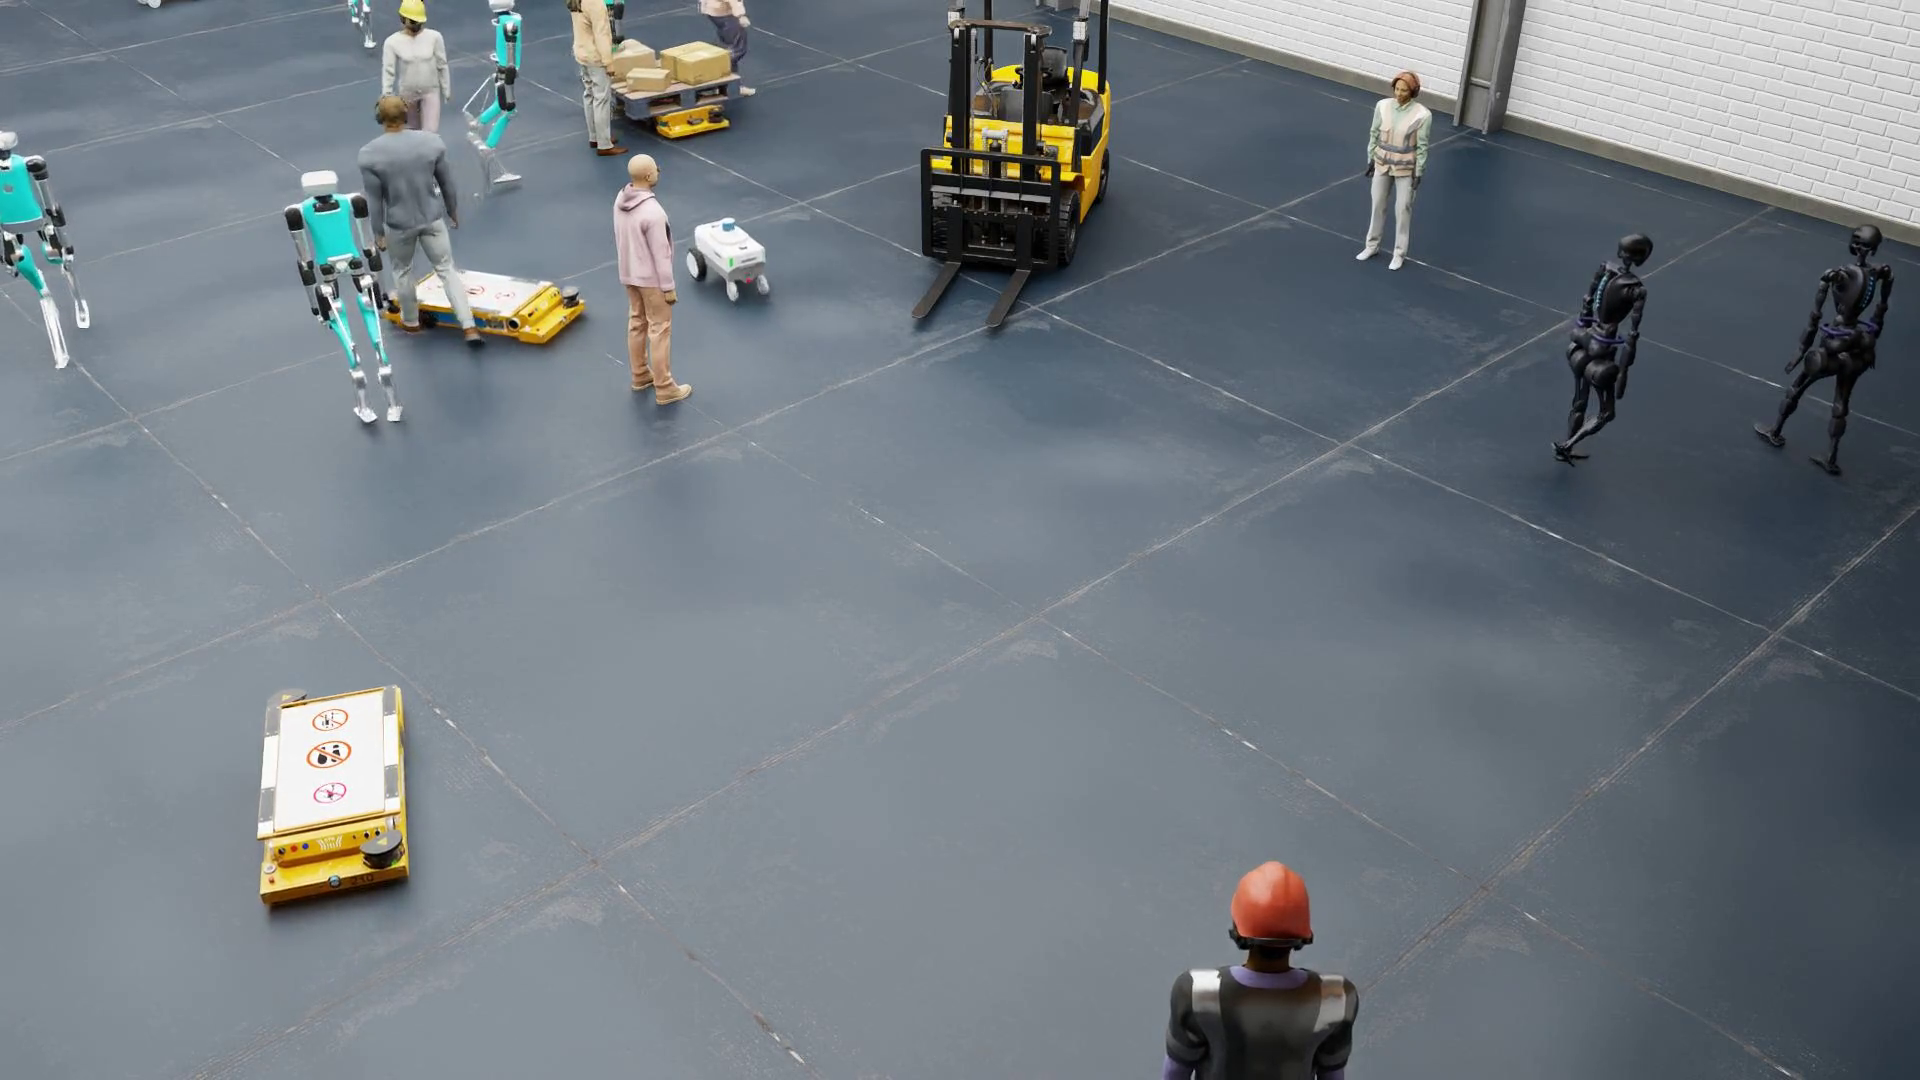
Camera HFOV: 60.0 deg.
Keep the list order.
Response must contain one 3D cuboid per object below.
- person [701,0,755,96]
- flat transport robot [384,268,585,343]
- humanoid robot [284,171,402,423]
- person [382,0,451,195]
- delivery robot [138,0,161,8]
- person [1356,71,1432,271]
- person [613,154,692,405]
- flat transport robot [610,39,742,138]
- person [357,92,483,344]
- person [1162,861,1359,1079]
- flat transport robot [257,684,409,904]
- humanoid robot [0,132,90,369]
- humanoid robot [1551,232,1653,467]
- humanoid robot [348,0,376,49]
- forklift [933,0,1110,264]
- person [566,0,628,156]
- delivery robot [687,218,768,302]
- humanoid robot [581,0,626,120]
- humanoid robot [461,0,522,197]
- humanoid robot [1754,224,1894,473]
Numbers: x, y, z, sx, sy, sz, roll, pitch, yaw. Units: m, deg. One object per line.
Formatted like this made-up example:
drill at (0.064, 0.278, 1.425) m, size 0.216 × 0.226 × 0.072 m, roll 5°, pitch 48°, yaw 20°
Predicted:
person at (-2.454, -5.452, 17.131) m, size 0.527 × 1.820 × 0.828 m, roll -16°, pitch 36°, yaw -22°
flat transport robot at (-3.731, -1.840, 13.002) m, size 1.431 × 0.231 × 0.659 m, roll 10°, pitch 34°, yaw 15°
humanoid robot at (-4.071, -1.551, 11.163) m, size 0.533 × 1.747 × 0.722 m, roll -16°, pitch 36°, yaw -23°
person at (-4.917, -4.060, 15.093) m, size 0.612 × 1.727 × 0.713 m, roll -6°, pitch 34°, yaw -10°
delivery robot at (-9.788, -6.933, 20.584) m, size 0.499 × 0.614 × 0.791 m, roll 25°, pitch 41°, yaw 33°
person at (3.548, -3.017, 13.562) m, size 0.516 × 1.633 × 0.316 m, roll 25°, pitch 41°, yaw 33°
person at (-2.184, -1.807, 11.573) m, size 0.408 × 1.775 × 0.526 m, roll -27°, pitch 42°, yaw -35°
flat transport robot at (-2.980, -4.431, 16.984) m, size 0.659 × 0.231 × 1.431 m, roll -20°, pitch 38°, yaw -28°
person at (-4.000, -2.329, 12.282) m, size 0.668 × 1.907 × 0.837 m, roll -20°, pitch 38°, yaw -27°
person at (0.973, 1.899, 5.645) m, size 0.601 × 2.034 × 0.414 m, roll 1°, pitch 33°, yaw 2°
flat transport robot at (-3.126, 1.206, 8.320) m, size 0.659 × 0.231 × 1.431 m, roll -9°, pitch 34°, yaw -14°
humanoid robot at (-6.821, -2.236, 12.319) m, size 0.531 × 1.788 × 1.032 m, roll -10°, pitch 34°, yaw -15°
humanoid robot at (4.082, -1.216, 10.754) m, size 0.431 × 1.645 × 0.600 m, roll -9°, pitch 34°, yaw -13°
humanoid robot at (-6.710, -6.271, 18.484) m, size 0.544 × 1.768 × 0.911 m, roll -2°, pitch 33°, yaw -3°
forklift at (0.570, -3.725, 14.138) m, size 1.214 × 2.155 × 2.313 m, roll 9°, pitch 34°, yaw 13°
person at (-3.477, -4.591, 15.767) m, size 0.395 × 1.871 × 0.558 m, roll -20°, pitch 38°, yaw -27°
delivery robot at (-1.869, -2.314, 13.470) m, size 0.499 × 0.596 × 0.775 m, roll -19°, pitch 37°, yaw -26°
humanoid robot at (-3.621, -5.050, 16.571) m, size 0.667 × 1.782 × 0.540 m, roll -15°, pitch 36°, yaw -22°
humanoid robot at (-4.255, -3.919, 14.940) m, size 0.803 × 1.892 × 0.548 m, roll -10°, pitch 34°, yaw -15°
humanoid robot at (5.714, -1.280, 10.859) m, size 0.615 × 1.638 × 0.648 m, roll -7°, pitch 34°, yaw -10°
